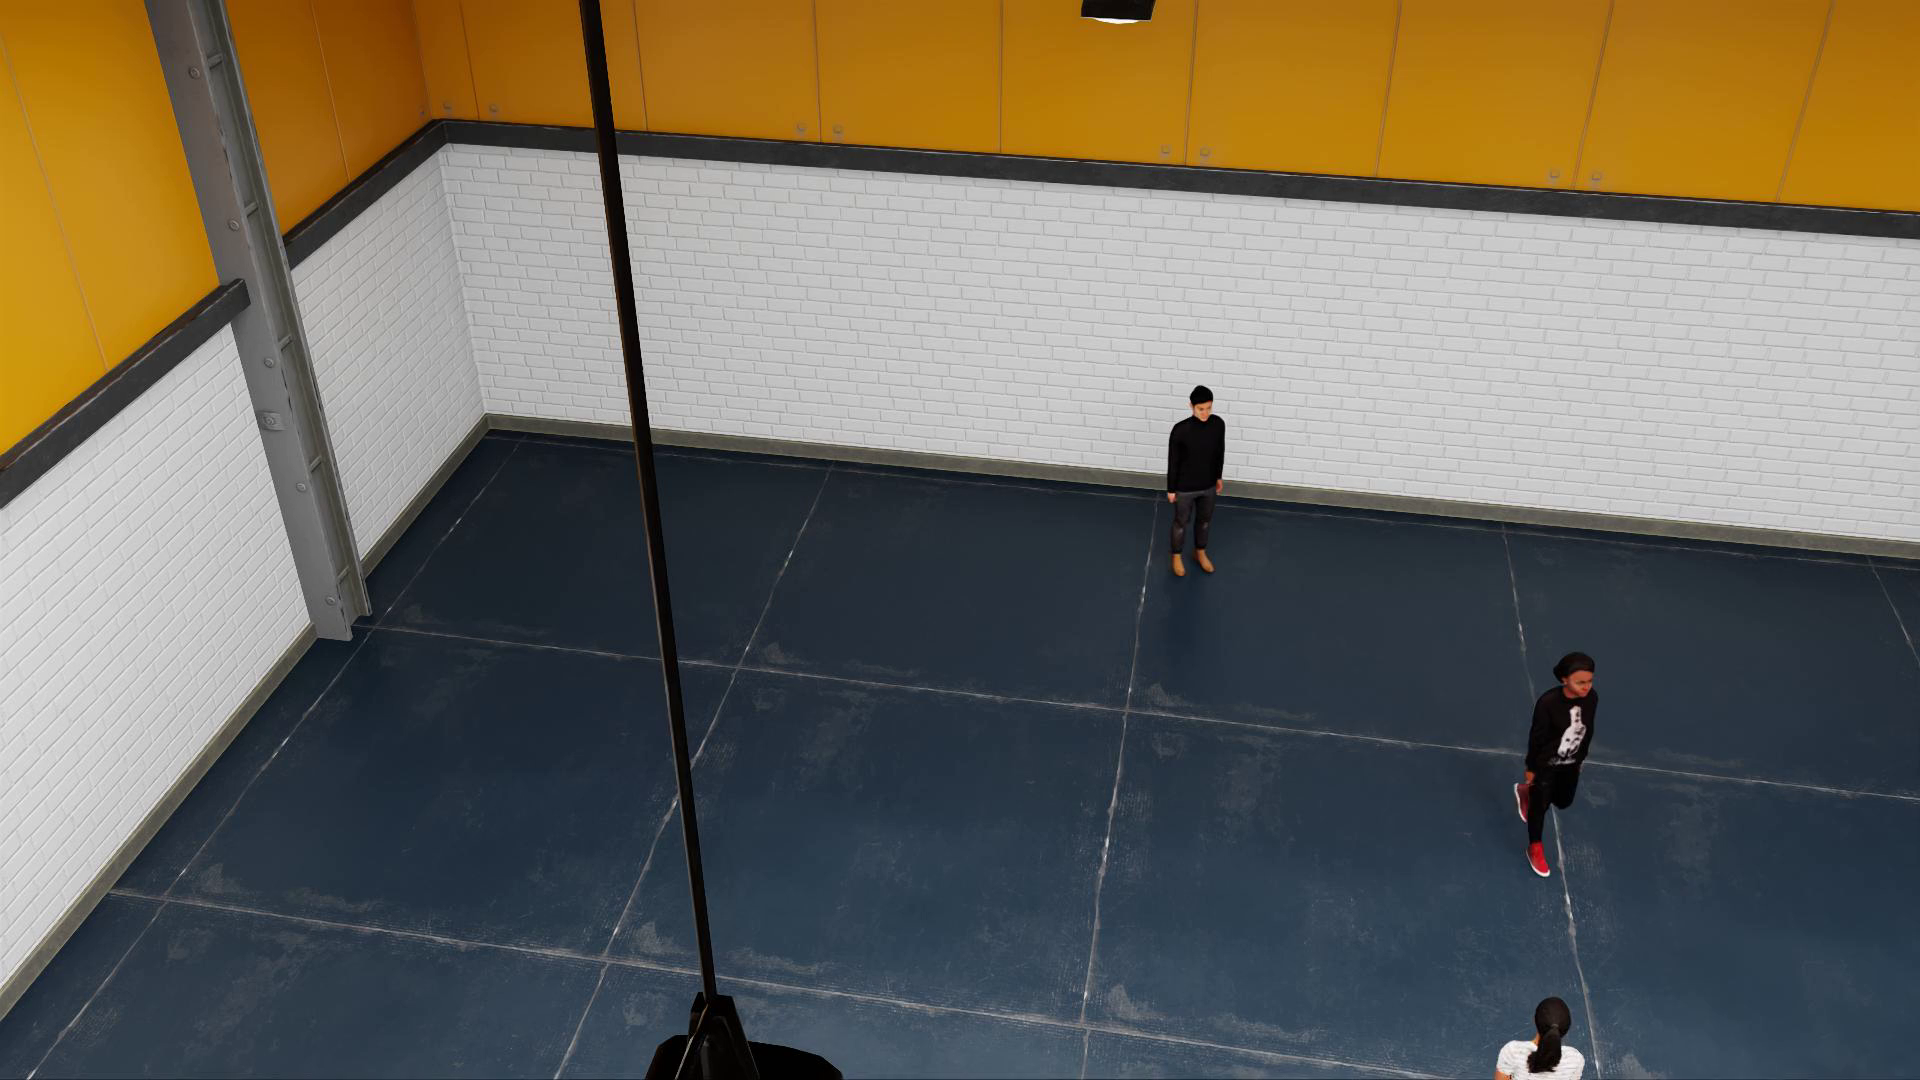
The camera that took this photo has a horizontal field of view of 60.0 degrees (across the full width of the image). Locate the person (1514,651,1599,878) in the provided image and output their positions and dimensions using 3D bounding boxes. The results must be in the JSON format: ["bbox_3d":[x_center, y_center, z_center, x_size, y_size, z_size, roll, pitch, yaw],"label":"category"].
[{"bbox_3d":[3.805,1.370,10.742,0.772,1.664,0.942,-6,34,-9],"label":"person"}]

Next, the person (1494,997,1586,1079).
[{"bbox_3d":[2.849,2.982,8.363,0.611,1.613,0.998,7,34,10],"label":"person"}]

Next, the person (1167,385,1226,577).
[{"bbox_3d":[1.913,-0.505,13.512,0.729,1.720,0.718,-11,35,-15],"label":"person"}]
